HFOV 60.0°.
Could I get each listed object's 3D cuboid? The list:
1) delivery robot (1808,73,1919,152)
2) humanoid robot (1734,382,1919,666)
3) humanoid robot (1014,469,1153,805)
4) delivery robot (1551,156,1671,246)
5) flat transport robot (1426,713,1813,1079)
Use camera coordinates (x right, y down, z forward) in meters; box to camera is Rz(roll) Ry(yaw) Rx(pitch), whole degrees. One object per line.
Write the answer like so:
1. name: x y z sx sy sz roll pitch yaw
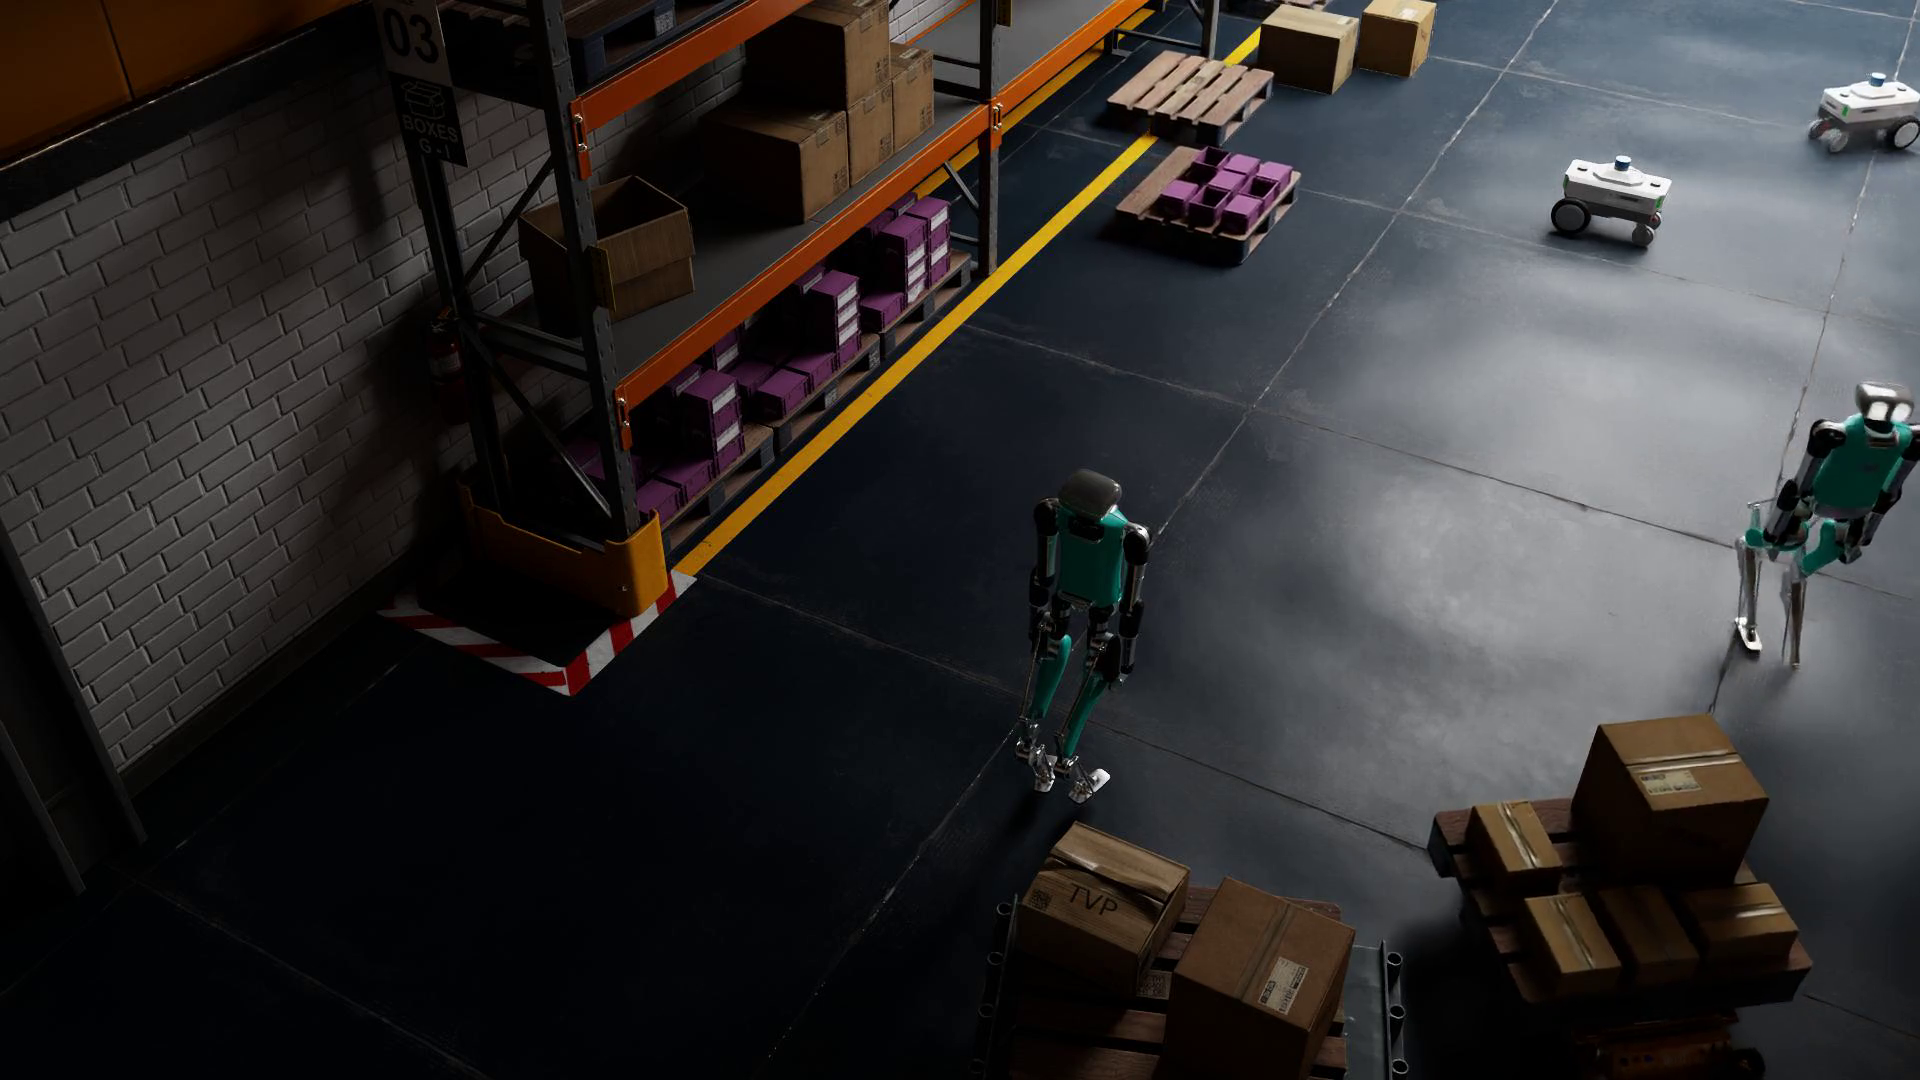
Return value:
1. delivery robot: 7.264 -3.422 13.282 0.789 0.612 0.499 -8 39 -10
2. humanoid robot: 4.178 -0.116 8.228 0.530 1.815 0.752 1 39 1
3. humanoid robot: 0.449 0.538 7.266 0.533 1.676 0.735 19 42 22
4. delivery robot: 4.761 -2.516 12.113 0.739 0.566 0.499 19 42 22
5. flat transport robot: 2.737 1.755 7.026 0.659 0.231 1.431 -5 39 -6
